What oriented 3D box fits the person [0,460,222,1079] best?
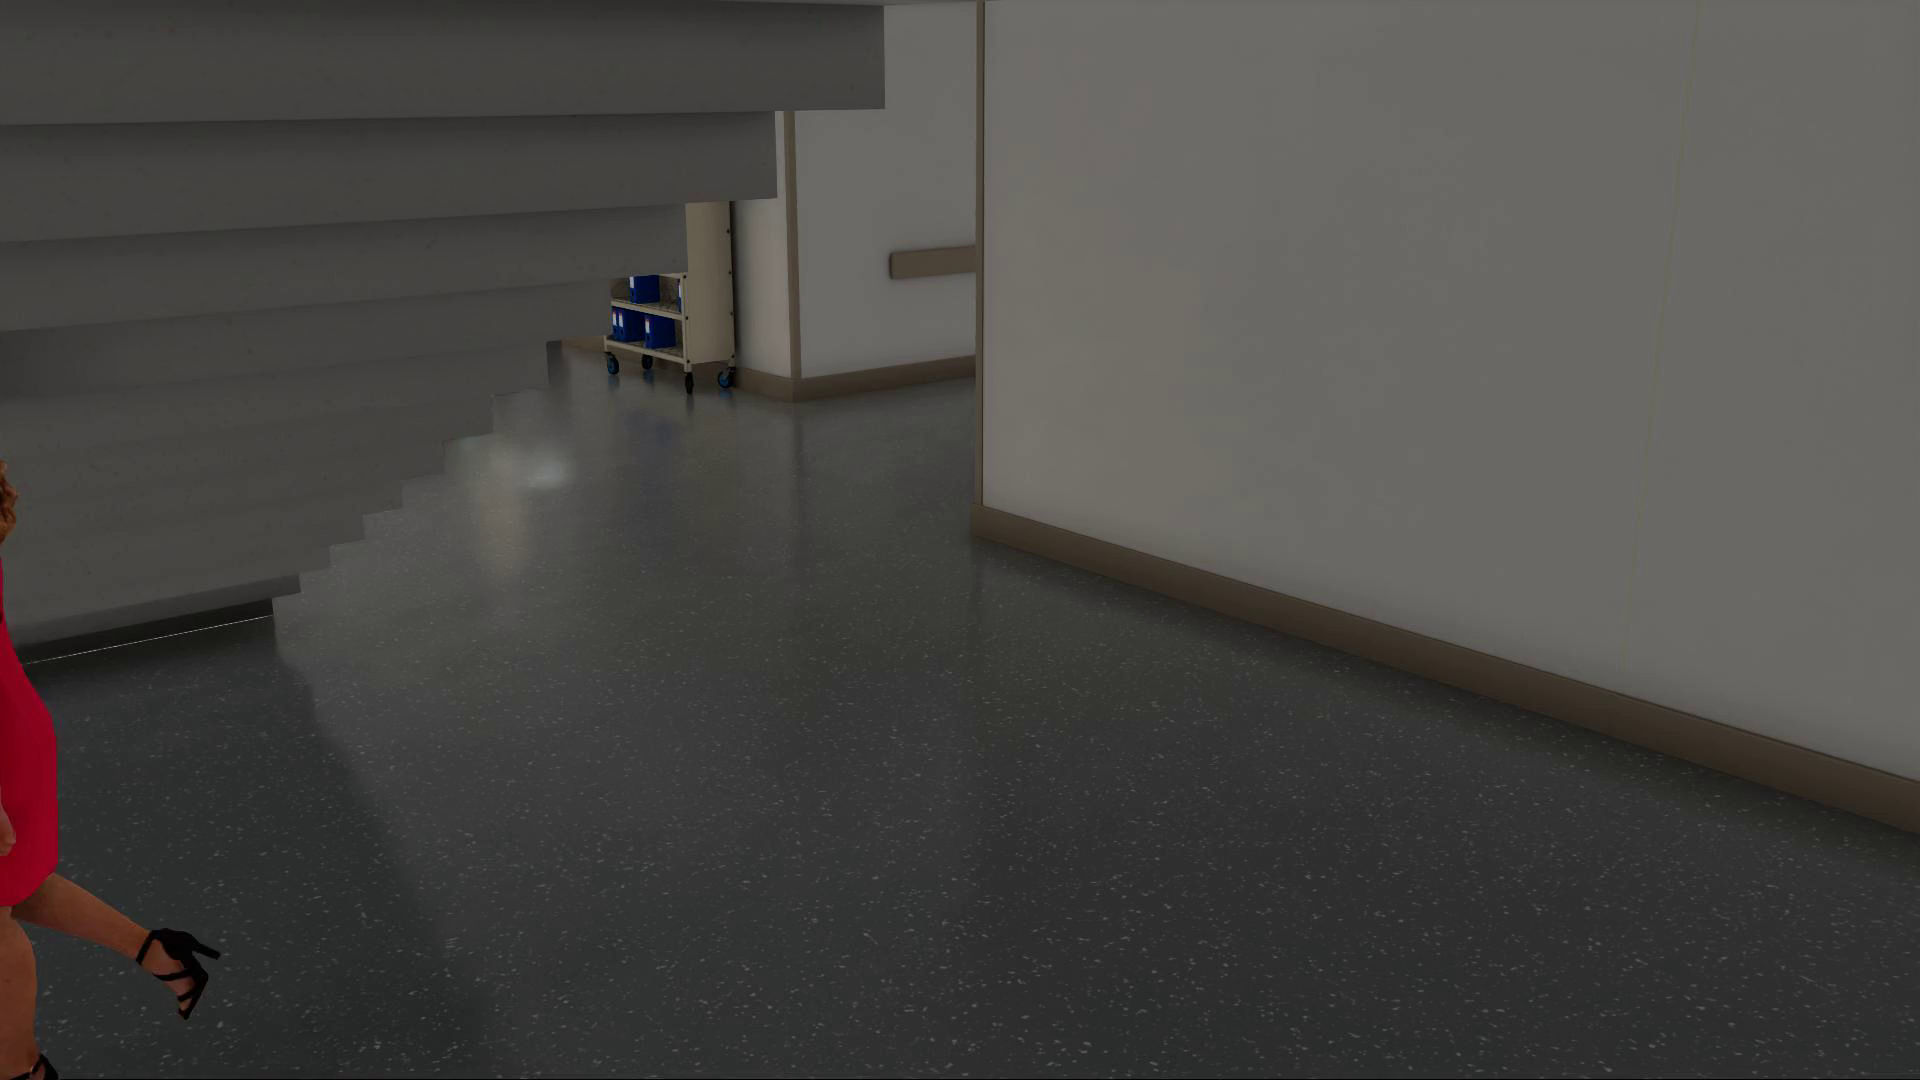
[{"bbox_3d":[-1.994,0.464,3.574,0.740,1.710,0.814,-8,18,-27],"label":"person"}]
